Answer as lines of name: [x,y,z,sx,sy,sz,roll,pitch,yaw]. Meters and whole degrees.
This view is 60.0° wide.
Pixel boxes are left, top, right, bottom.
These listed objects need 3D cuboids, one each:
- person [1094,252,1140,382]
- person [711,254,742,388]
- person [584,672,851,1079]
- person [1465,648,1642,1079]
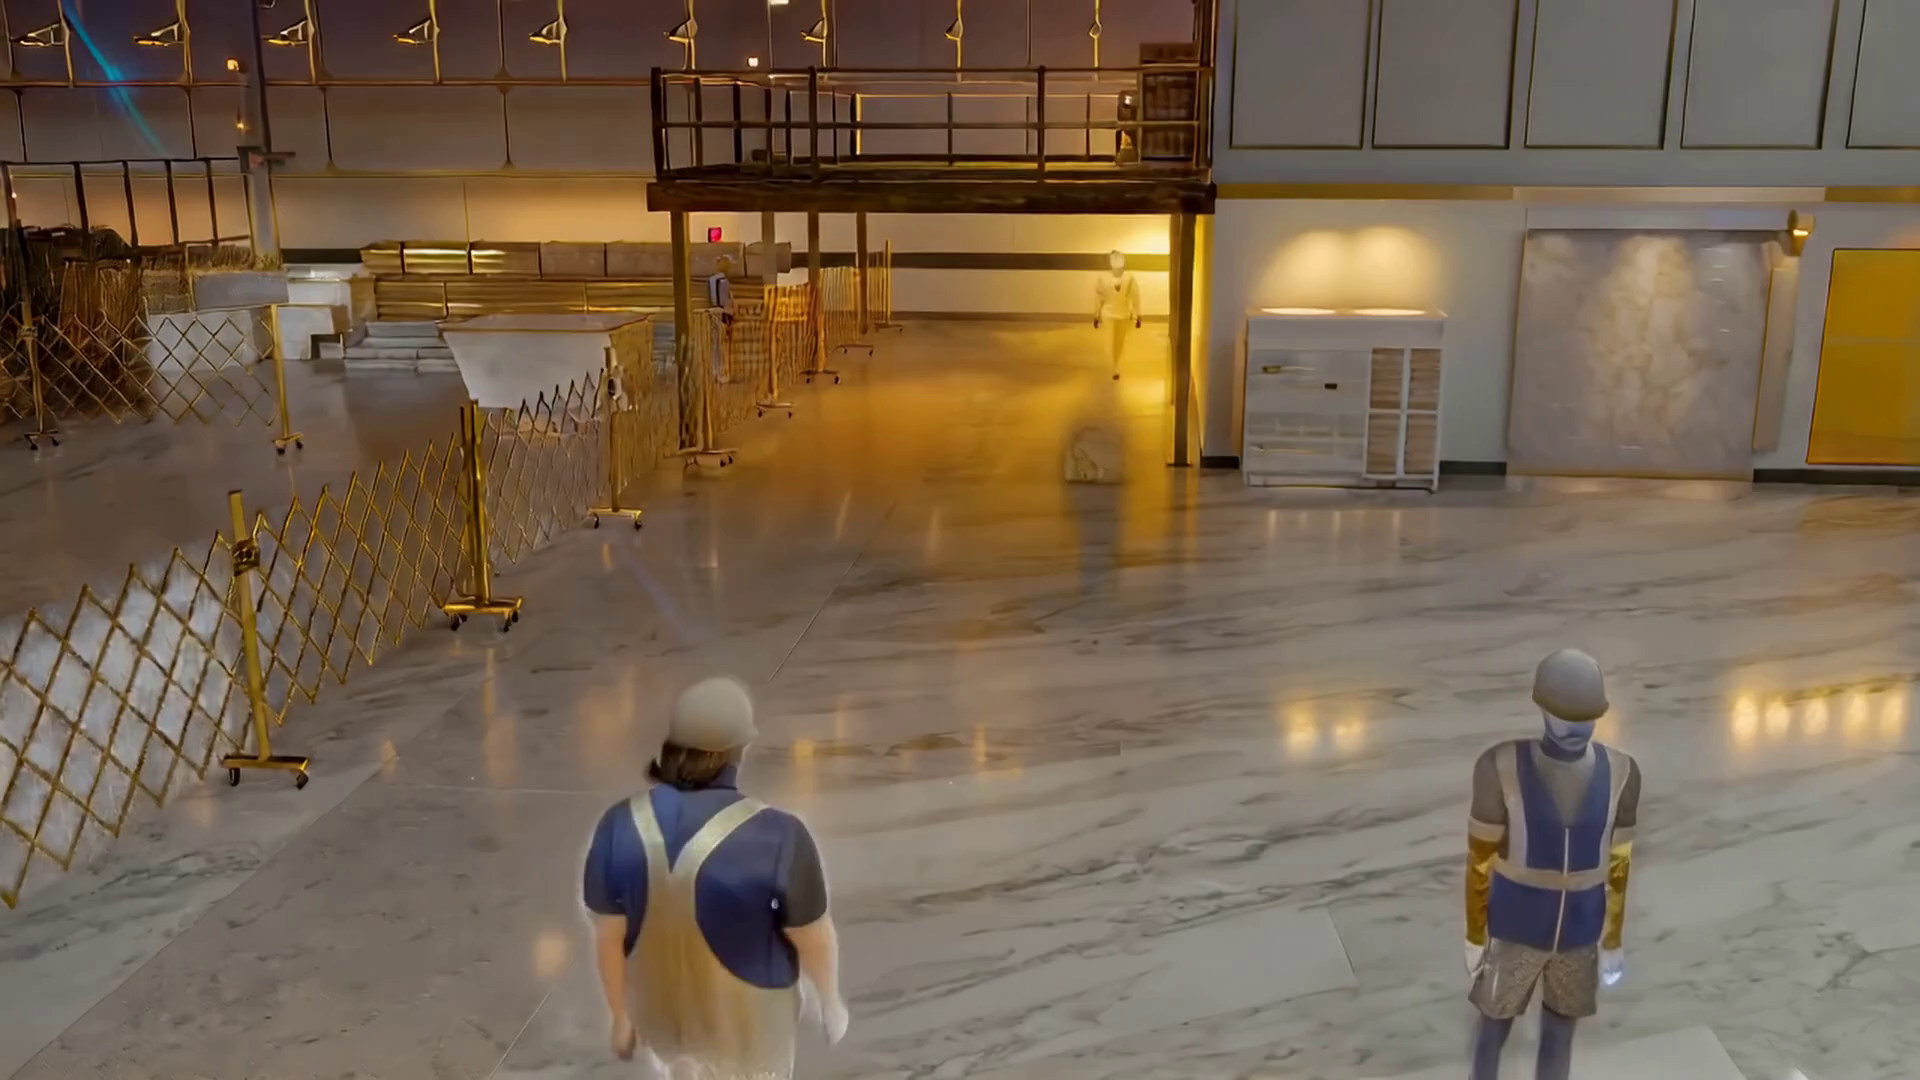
person: [2.294,-3.287,24.380,0.627,1.863,1.019,-2,14,-7]
person: [-3.341,-3.103,23.552,0.342,1.882,0.579,-7,15,-27]
person: [-0.677,1.344,5.047,0.693,2.000,0.745,6,15,22]
person: [1.947,1.282,5.510,0.547,1.938,0.377,0,14,2]
